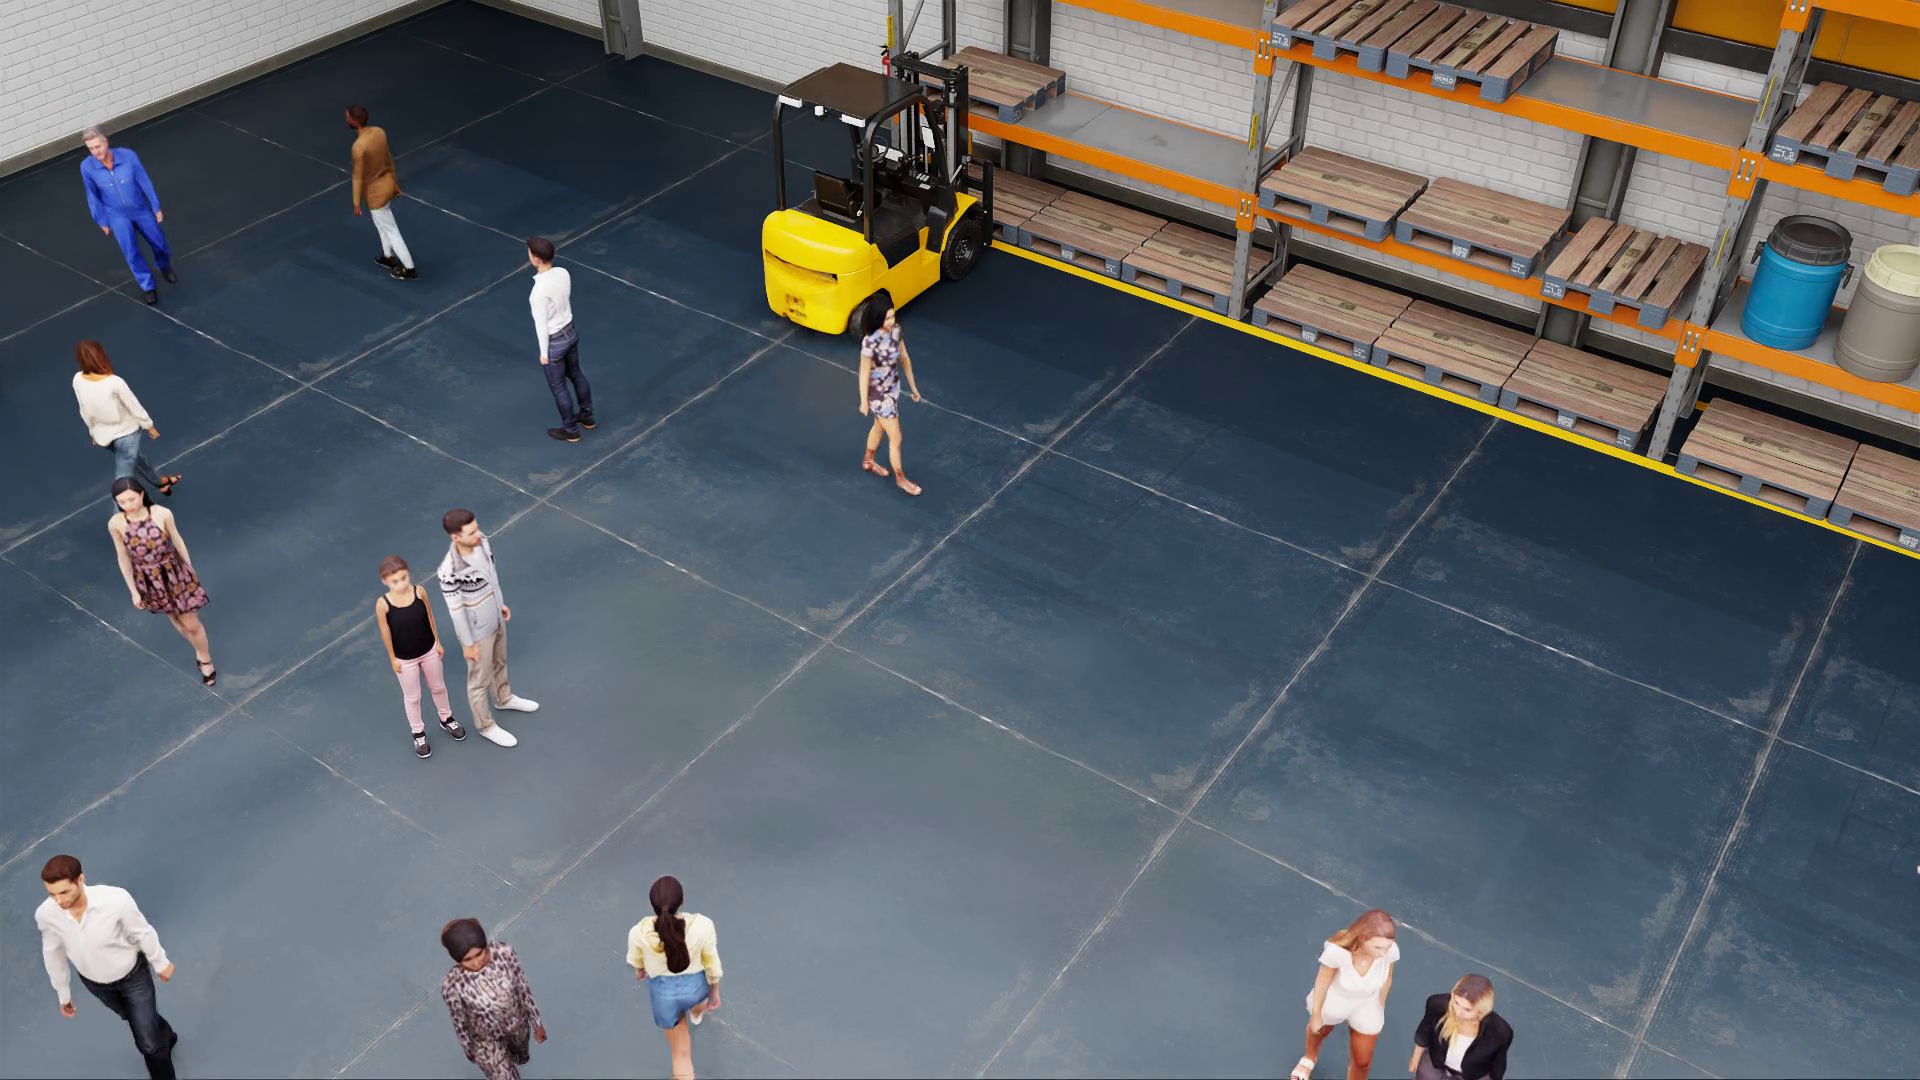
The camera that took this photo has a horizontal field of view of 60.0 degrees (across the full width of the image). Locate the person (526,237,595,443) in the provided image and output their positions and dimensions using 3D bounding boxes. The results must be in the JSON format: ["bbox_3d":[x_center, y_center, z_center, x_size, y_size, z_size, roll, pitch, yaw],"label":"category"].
[{"bbox_3d":[-3.339,-1.666,13.859,0.667,1.861,0.669,13,40,15],"label":"person"}]

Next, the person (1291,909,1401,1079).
[{"bbox_3d":[2.044,2.437,8.878,0.843,1.666,0.865,4,39,5],"label":"person"}]

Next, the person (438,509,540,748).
[{"bbox_3d":[-3.208,0.537,11.100,0.719,1.862,0.761,7,39,9],"label":"person"}]

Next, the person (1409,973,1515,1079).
[{"bbox_3d":[2.557,2.686,8.577,0.625,1.652,0.755,13,40,16],"label":"person"}]

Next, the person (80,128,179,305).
[{"bbox_3d":[-7.854,-3.118,15.723,0.949,1.804,1.001,-21,43,-25],"label":"person"}]

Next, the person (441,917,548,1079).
[{"bbox_3d":[-2.441,2.532,8.737,0.732,1.693,1.125,-29,47,-31],"label":"person"}]

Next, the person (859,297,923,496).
[{"bbox_3d":[-0.684,-1.214,13.413,0.880,1.711,0.606,21,43,24],"label":"person"}]

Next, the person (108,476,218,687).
[{"bbox_3d":[-5.542,0.234,11.564,0.813,1.756,0.878,-12,40,-15],"label":"person"}]

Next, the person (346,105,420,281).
[{"bbox_3d":[-5.485,-3.302,15.959,0.894,1.797,0.794,10,40,12],"label":"person"}]

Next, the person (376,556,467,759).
[{"bbox_3d":[-3.631,0.749,11.074,0.584,1.563,0.598,-26,45,-29],"label":"person"}]

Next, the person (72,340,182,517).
[{"bbox_3d":[-6.568,-0.747,12.891,1.103,1.633,0.943,9,40,11],"label":"person"}]

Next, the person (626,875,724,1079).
[{"bbox_3d":[-1.506,2.471,8.903,1.074,1.581,1.181,-9,40,-11],"label":"person"}]

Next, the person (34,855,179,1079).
[{"bbox_3d":[-4.519,2.266,8.949,1.029,1.845,1.067,-3,39,-4],"label":"person"}]
